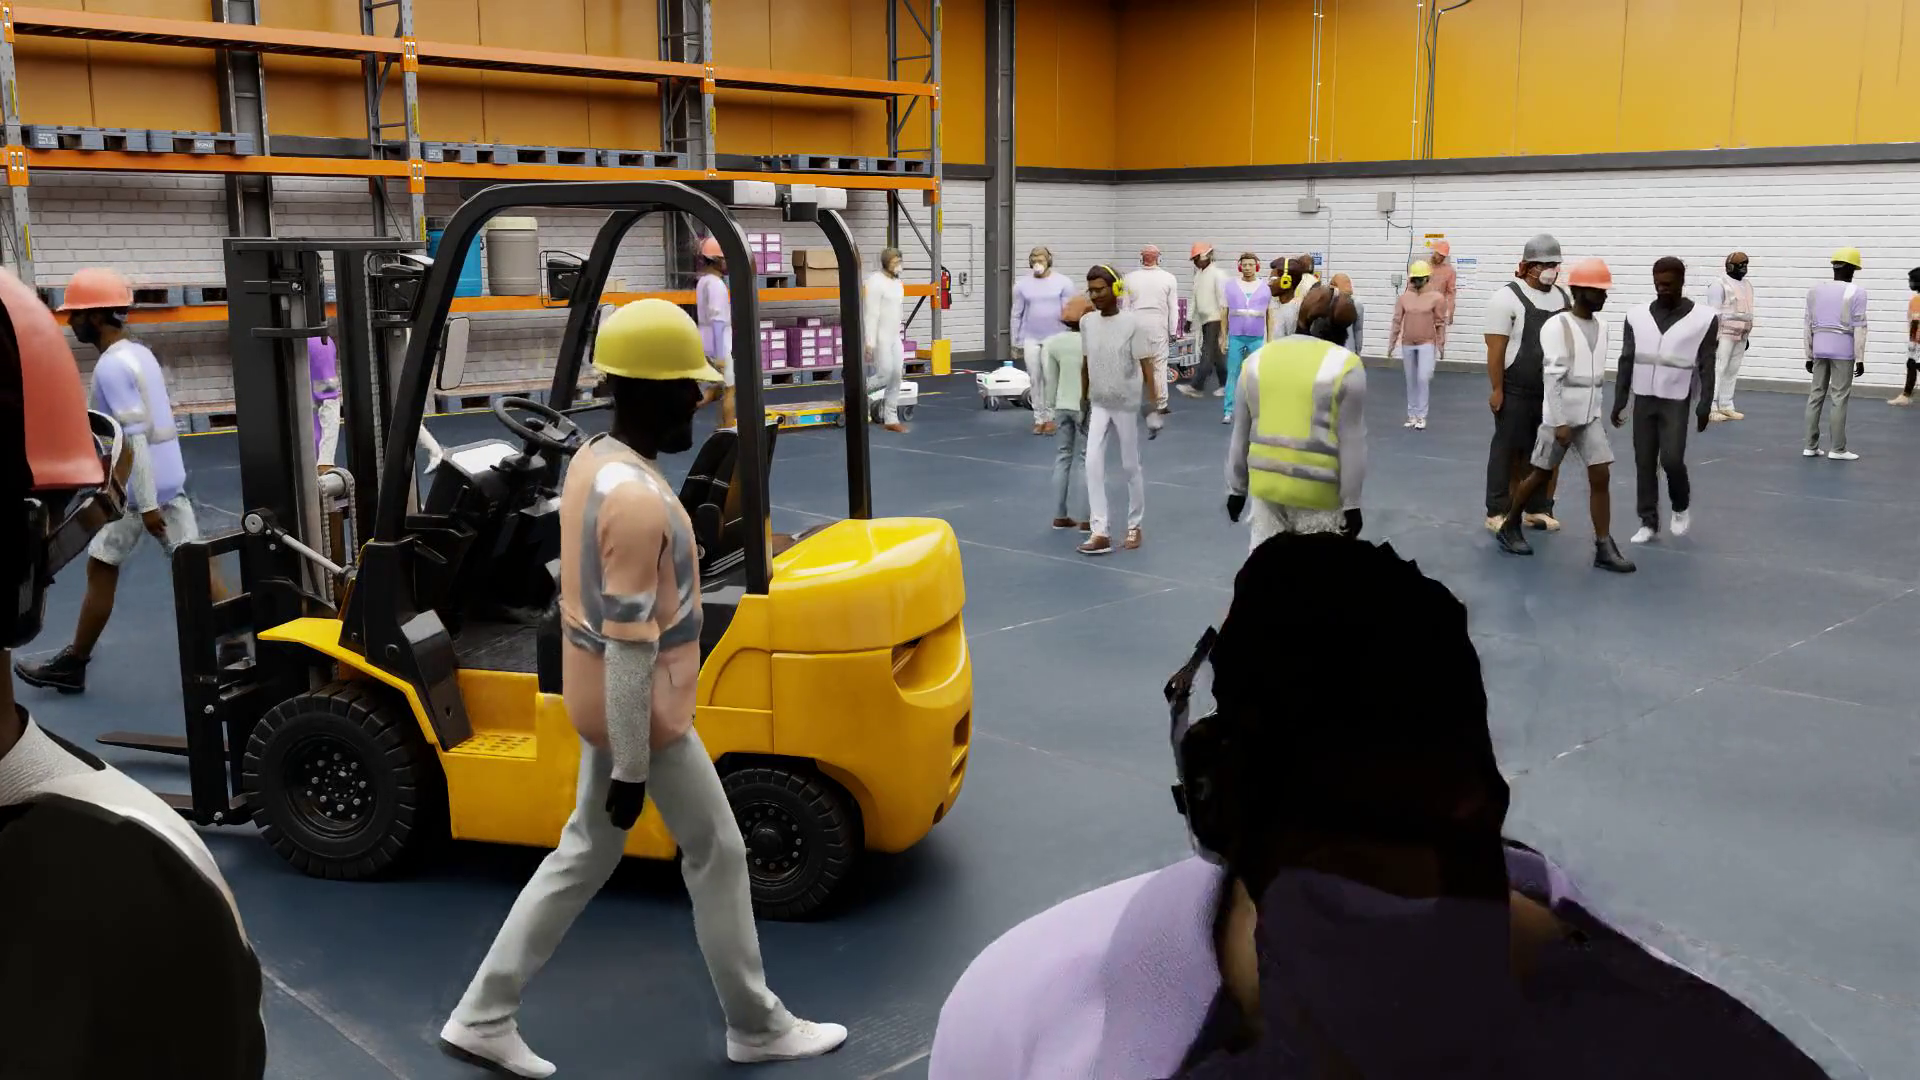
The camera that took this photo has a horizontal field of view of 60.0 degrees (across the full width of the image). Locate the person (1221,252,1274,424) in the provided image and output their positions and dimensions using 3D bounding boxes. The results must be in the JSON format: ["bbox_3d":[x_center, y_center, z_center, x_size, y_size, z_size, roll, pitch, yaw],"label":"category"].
[{"bbox_3d":[3.082,-2.163,17.868,0.565,1.847,0.396,2,11,8],"label":"person"}]

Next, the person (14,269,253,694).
[{"bbox_3d":[-3.656,-0.243,7.326,1.019,1.875,0.543,-1,10,-8],"label":"person"}]

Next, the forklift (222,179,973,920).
[{"bbox_3d":[-1.114,-0.058,5.440,2.313,2.155,1.214,2,11,13],"label":"forklift"}]

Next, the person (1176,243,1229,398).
[{"bbox_3d":[3.088,-2.748,20.856,0.897,1.923,0.624,-4,11,-20],"label":"person"}]

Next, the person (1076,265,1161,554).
[{"bbox_3d":[0.971,-0.814,10.552,0.689,1.825,0.831,7,12,32],"label":"person"}]

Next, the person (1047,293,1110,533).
[{"bbox_3d":[0.813,-0.866,11.376,0.506,1.632,0.264,10,14,42],"label":"person"}]

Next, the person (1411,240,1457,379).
[{"bbox_3d":[6.647,-3.228,23.390,0.641,1.947,0.556,4,11,19],"label":"person"}]

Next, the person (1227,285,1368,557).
[{"bbox_3d":[1.444,-0.195,7.241,0.692,1.811,0.515,10,14,43],"label":"person"}]

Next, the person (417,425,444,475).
[{"bbox_3d":[-4.754,-1.324,13.967,0.826,1.601,0.525,0,10,-2],"label":"person"}]

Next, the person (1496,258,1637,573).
[{"bbox_3d":[3.748,-0.785,10.254,0.546,1.895,0.993,-4,11,-23],"label":"person"}]

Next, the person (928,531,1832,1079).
[{"bbox_3d":[0.280,0.886,1.197,0.651,1.872,0.749,4,11,23],"label":"person"}]

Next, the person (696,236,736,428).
[{"bbox_3d":[-2.306,-1.759,15.204,0.800,2.022,0.611,-4,11,-20],"label":"person"}]

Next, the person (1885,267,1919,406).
[{"bbox_3d":[11.324,-2.356,19.432,0.559,1.656,0.750,-10,14,-44],"label":"person"}]

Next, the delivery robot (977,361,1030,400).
[{"bbox_3d":[0.559,-1.836,19.357,0.707,0.478,0.477,-3,11,-17],"label":"delivery robot"}]

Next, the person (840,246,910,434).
[{"bbox_3d":[-0.834,-2.037,16.995,0.655,1.915,0.642,5,12,26],"label":"person"}]

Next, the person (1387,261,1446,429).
[{"bbox_3d":[4.749,-2.029,17.400,0.559,1.744,0.654,7,13,34],"label":"person"}]

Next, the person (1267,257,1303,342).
[{"bbox_3d":[2.291,-1.050,11.751,0.311,1.864,0.533,2,11,10],"label":"person"}]

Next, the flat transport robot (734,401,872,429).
[{"bbox_3d":[-1.691,-1.310,17.518,1.431,0.197,0.652,-9,14,-40],"label":"flat transport robot"}]

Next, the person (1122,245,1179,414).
[{"bbox_3d":[2.161,-2.378,18.870,0.646,1.911,0.409,3,11,15],"label":"person"}]

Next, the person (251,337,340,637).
[{"bbox_3d":[-3.327,-0.440,8.229,0.550,1.933,0.374,5,11,25],"label":"person"}]

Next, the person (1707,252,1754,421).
[{"bbox_3d":[8.448,-2.227,18.233,0.633,1.841,0.429,-6,12,-30],"label":"person"}]

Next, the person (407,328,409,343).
[{"bbox_3d":[-4.530,-1.167,13.001,0.522,1.640,0.305,1,10,4],"label":"person"}]

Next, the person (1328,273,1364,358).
[{"bbox_3d":[3.879,-1.907,17.047,0.505,1.635,0.275,-1,10,-8],"label":"person"}]

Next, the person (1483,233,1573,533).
[{"bbox_3d":[3.919,-1.057,11.310,0.687,2.000,0.535,-4,11,-22],"label":"person"}]

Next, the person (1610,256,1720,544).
[{"bbox_3d":[4.632,-0.913,10.942,0.592,1.893,0.456,9,14,41],"label":"person"}]

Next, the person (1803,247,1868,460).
[{"bbox_3d":[7.923,-1.682,15.051,0.377,1.918,0.585,-6,12,-28],"label":"person"}]

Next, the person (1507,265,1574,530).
[{"bbox_3d":[3.979,-1.037,11.479,0.547,1.938,0.377,9,13,39],"label":"person"}]

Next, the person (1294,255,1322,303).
[{"bbox_3d":[4.235,-2.637,20.634,1.029,1.773,0.639,-8,13,-38],"label":"person"}]

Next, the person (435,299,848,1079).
[{"bbox_3d":[-0.793,0.380,3.908,0.953,1.889,0.604,-4,11,-22],"label":"person"}]

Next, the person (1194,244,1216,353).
[{"bbox_3d":[4.006,-3.854,27.012,0.328,1.877,0.514,-8,13,-38],"label":"person"}]

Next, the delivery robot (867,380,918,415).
[{"bbox_3d":[-0.802,-1.606,18.102,0.707,0.478,0.477,-9,14,-40],"label":"delivery robot"}]

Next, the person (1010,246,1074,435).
[{"bbox_3d":[0.805,-1.992,16.754,0.655,1.911,0.648,3,11,15],"label":"person"}]
